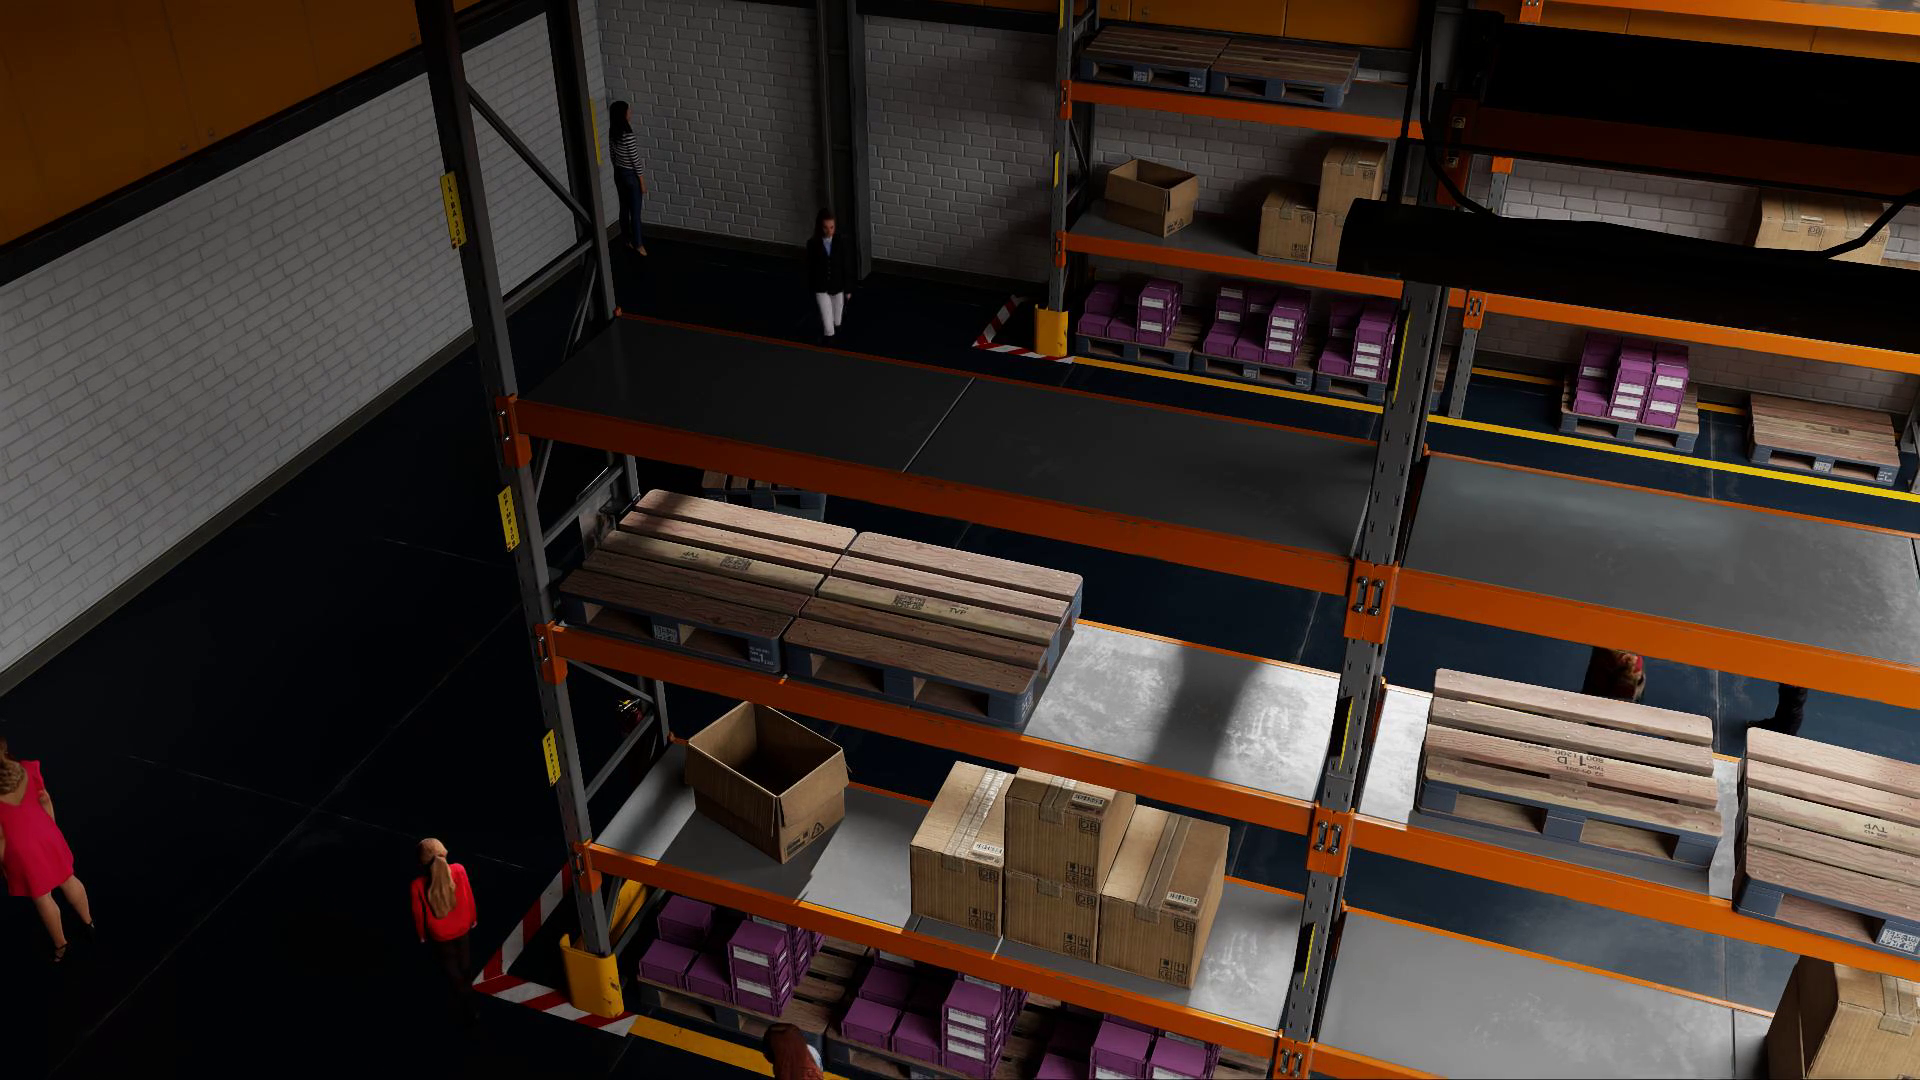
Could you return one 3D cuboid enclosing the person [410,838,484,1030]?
[{"bbox_3d":[-2.913,2.250,9.550,0.795,1.264,0.917,-21,39,-28],"label":"person"}]

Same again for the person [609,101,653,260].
[{"bbox_3d":[-3.686,-3.990,18.457,0.533,1.797,0.695,25,41,33],"label":"person"}]

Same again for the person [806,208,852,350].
[{"bbox_3d":[-1.312,-2.439,16.209,1.033,1.703,0.995,-8,34,-12],"label":"person"}]

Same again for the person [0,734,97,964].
[{"bbox_3d":[-5.472,1.802,9.805,0.581,1.729,0.598,17,37,24],"label":"person"}]
